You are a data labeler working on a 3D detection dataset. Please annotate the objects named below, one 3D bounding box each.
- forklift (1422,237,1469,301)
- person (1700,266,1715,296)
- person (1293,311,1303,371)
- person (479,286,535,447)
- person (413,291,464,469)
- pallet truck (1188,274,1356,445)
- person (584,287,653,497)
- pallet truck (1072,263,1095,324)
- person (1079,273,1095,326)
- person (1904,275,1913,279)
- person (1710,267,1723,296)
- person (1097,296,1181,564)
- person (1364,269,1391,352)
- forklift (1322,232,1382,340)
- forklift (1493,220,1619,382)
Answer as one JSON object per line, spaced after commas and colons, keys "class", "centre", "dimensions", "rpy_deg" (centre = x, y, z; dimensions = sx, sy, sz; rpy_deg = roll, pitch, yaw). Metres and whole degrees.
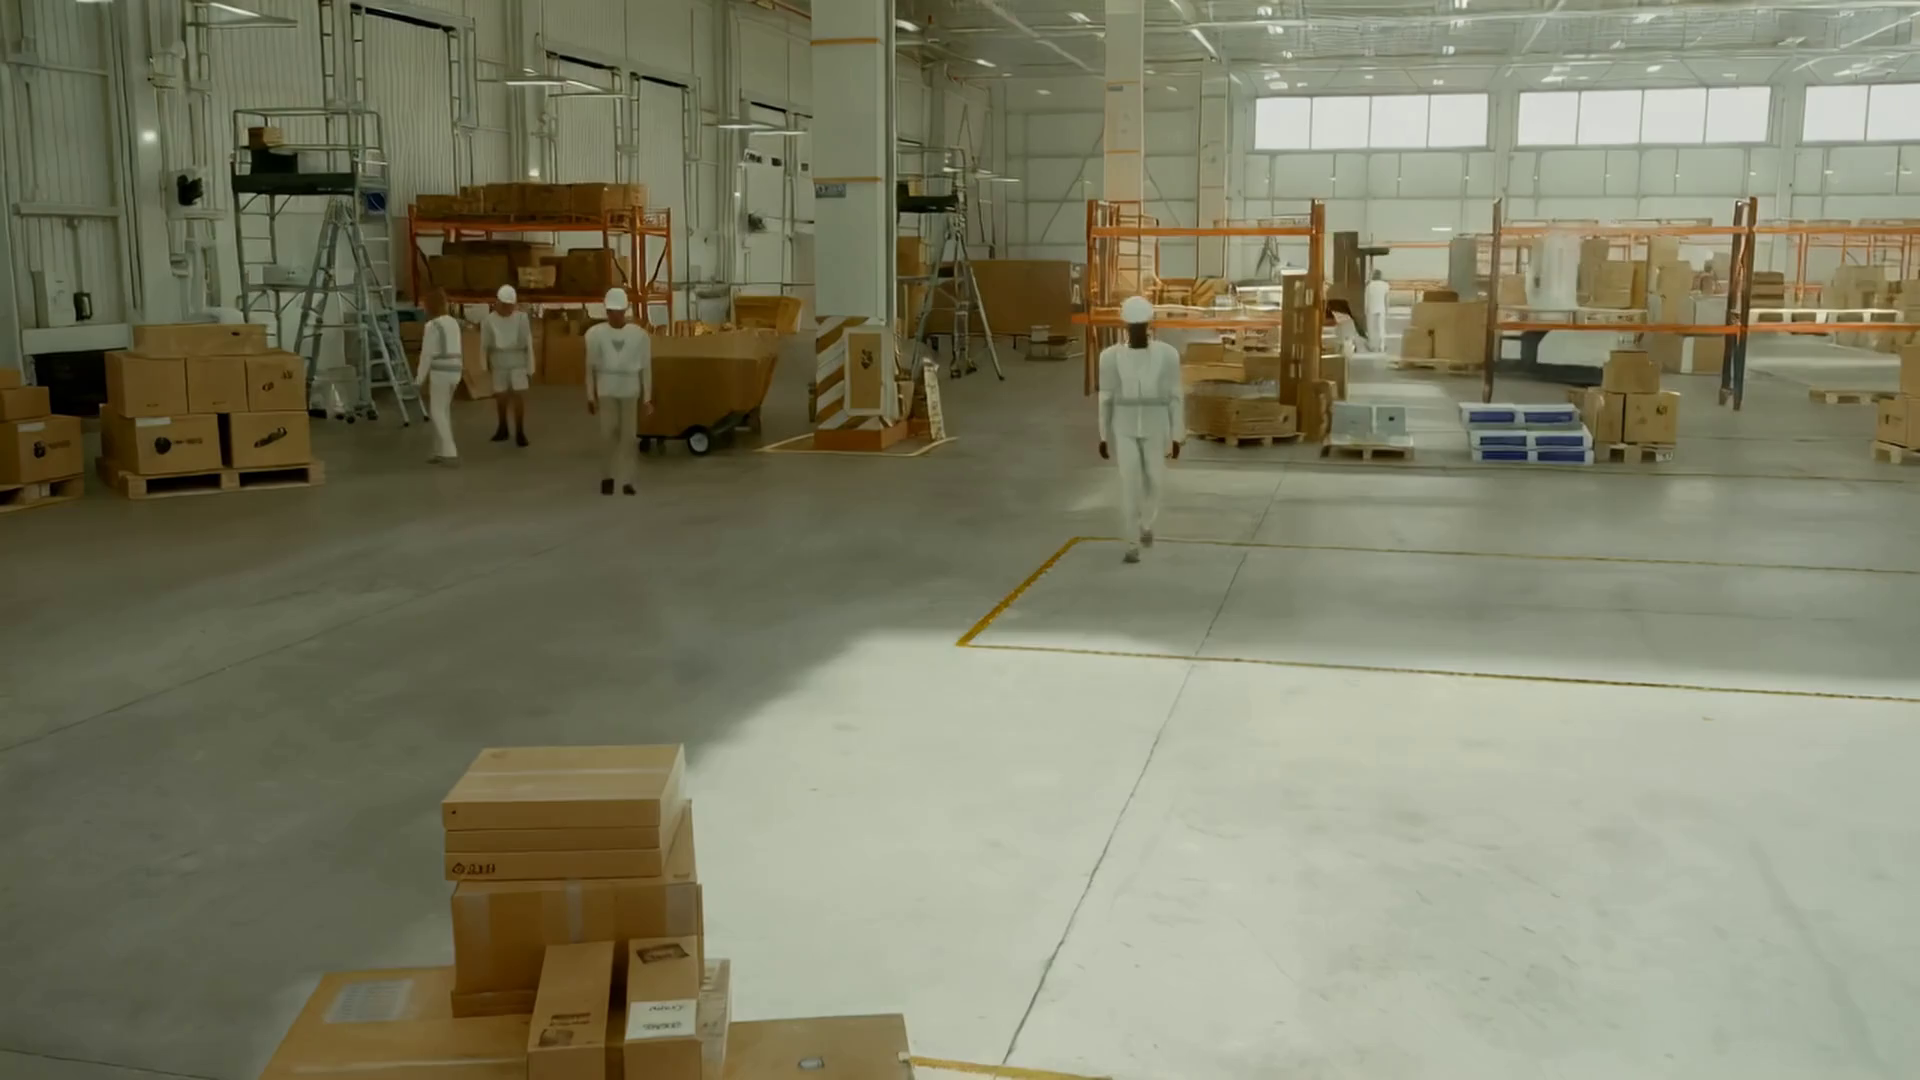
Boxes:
{"class": "forklift", "centre": [15.634, -8.155, 52.421], "dimensions": [1.873, 2.768, 1.129], "rpy_deg": [-1, 10, -5]}
{"class": "person", "centre": [22.810, -7.403, 50.814], "dimensions": [0.364, 1.930, 0.630], "rpy_deg": [5, 11, 29]}
{"class": "person", "centre": [6.625, -4.102, 31.931], "dimensions": [0.323, 1.736, 0.488], "rpy_deg": [5, 11, 29]}
{"class": "person", "centre": [-5.279, -2.015, 19.313], "dimensions": [0.609, 1.861, 1.077], "rpy_deg": [-2, 10, -13]}
{"class": "person", "centre": [-5.389, -1.652, 17.236], "dimensions": [0.640, 1.833, 0.628], "rpy_deg": [3, 10, 18]}
{"class": "pallet truck", "centre": [3.653, -2.138, 19.590], "dimensions": [1.885, 1.965, 0.823], "rpy_deg": [-4, 10, -20]}
{"class": "person", "centre": [-3.087, -1.332, 15.091], "dimensions": [0.597, 1.909, 0.493], "rpy_deg": [-2, 10, -14]}
{"class": "pallet truck", "centre": [4.325, -8.180, 55.162], "dimensions": [0.823, 1.965, 1.885], "rpy_deg": [6, 11, 31]}
{"class": "person", "centre": [4.053, -7.693, 53.172], "dimensions": [0.540, 1.697, 0.317], "rpy_deg": [0, 10, -3]}
{"class": "person", "centre": [28.557, -7.164, 50.197], "dimensions": [0.536, 1.652, 0.857], "rpy_deg": [0, 10, -3]}
{"class": "person", "centre": [23.297, -7.513, 51.526], "dimensions": [0.455, 1.897, 0.591], "rpy_deg": [-5, 11, -26]}
{"class": "person", "centre": [1.278, -0.796, 11.944], "dimensions": [0.601, 1.907, 0.541], "rpy_deg": [1, 10, 4]}
{"class": "person", "centre": [9.575, -5.242, 38.135], "dimensions": [0.645, 1.905, 0.570], "rpy_deg": [-1, 10, -8]}
{"class": "forklift", "centre": [10.020, -6.631, 43.448], "dimensions": [1.873, 2.768, 1.129], "rpy_deg": [-2, 10, -11]}
{"class": "forklift", "centre": [10.586, -4.242, 29.383], "dimensions": [1.873, 2.768, 1.129], "rpy_deg": [8, 13, 41]}
